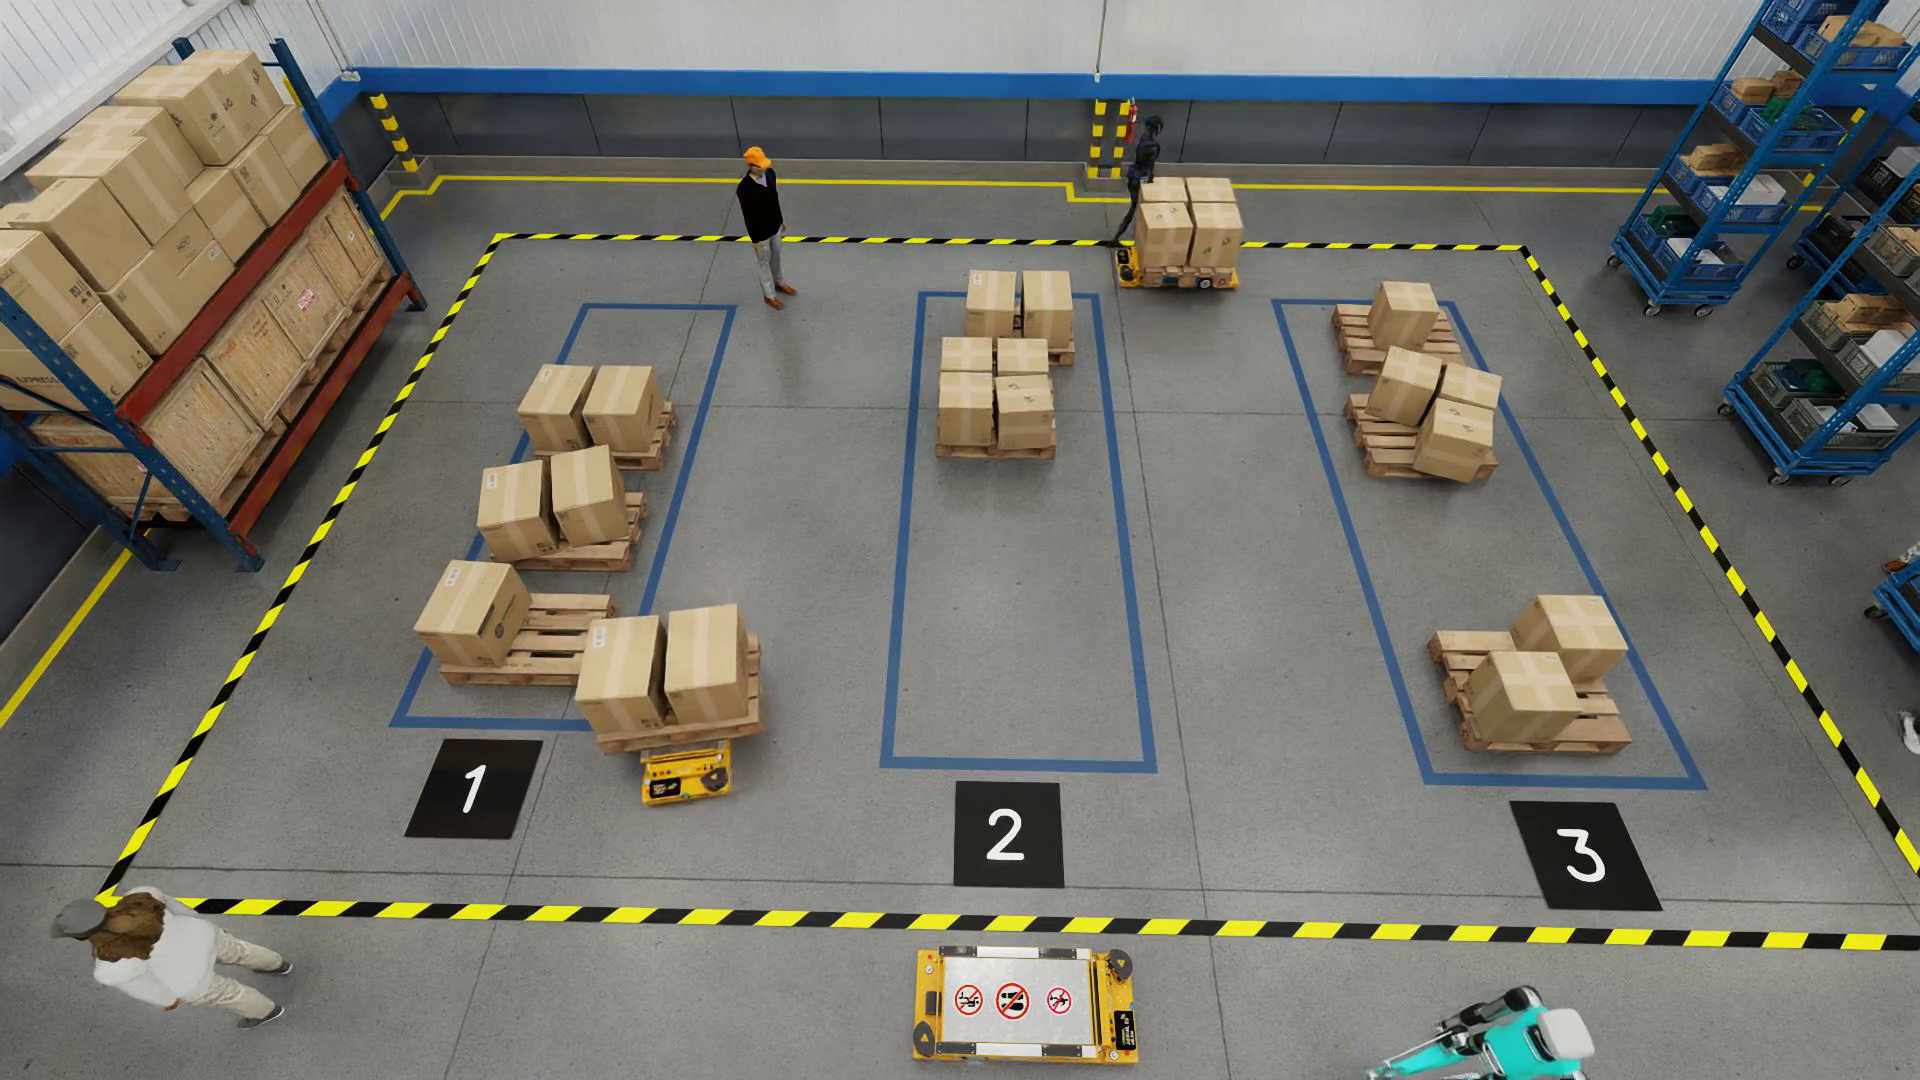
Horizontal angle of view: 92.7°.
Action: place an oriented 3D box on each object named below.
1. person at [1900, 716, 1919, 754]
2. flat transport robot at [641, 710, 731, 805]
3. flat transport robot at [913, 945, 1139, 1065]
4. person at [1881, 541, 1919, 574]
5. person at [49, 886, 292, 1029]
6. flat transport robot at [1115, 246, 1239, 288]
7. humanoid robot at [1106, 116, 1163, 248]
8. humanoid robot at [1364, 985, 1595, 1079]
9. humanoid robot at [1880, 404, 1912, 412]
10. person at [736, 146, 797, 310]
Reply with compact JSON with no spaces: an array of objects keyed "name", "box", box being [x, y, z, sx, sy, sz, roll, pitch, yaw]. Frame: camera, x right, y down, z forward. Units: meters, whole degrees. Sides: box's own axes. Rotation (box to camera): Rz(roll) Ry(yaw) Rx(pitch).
[{"name":"person","box":[7.527,1.270,6.455,0.602,1.813,0.923,1,51,1]},{"name":"flat transport robot","box":[-2.176,1.372,7.349,0.652,0.197,1.431,-6,51,-5]},{"name":"flat transport robot","box":[0.422,3.041,6.007,1.431,0.231,0.659,1,51,1]},{"name":"person","box":[8.706,-0.238,7.603,0.374,1.940,0.627,-22,54,-17]},{"name":"person","box":[-4.643,2.504,5.475,0.398,1.769,0.568,-9,51,-7]},{"name":"flat transport robot","box":[2.648,-3.367,11.212,1.431,0.197,0.652,1,51,1]},{"name":"humanoid robot","box":[2.241,-4.326,11.124,0.789,1.623,0.612,-7,51,-6]},{"name":"humanoid robot","box":[2.747,2.979,5.100,1.001,1.721,0.546,-11,52,-9]},{"name":"humanoid robot","box":[9.932,-1.979,9.188,0.609,1.643,0.334,28,56,21]},{"name":"person","box":[-2.175,-3.504,10.301,0.361,1.885,0.587,22,54,17]}]
